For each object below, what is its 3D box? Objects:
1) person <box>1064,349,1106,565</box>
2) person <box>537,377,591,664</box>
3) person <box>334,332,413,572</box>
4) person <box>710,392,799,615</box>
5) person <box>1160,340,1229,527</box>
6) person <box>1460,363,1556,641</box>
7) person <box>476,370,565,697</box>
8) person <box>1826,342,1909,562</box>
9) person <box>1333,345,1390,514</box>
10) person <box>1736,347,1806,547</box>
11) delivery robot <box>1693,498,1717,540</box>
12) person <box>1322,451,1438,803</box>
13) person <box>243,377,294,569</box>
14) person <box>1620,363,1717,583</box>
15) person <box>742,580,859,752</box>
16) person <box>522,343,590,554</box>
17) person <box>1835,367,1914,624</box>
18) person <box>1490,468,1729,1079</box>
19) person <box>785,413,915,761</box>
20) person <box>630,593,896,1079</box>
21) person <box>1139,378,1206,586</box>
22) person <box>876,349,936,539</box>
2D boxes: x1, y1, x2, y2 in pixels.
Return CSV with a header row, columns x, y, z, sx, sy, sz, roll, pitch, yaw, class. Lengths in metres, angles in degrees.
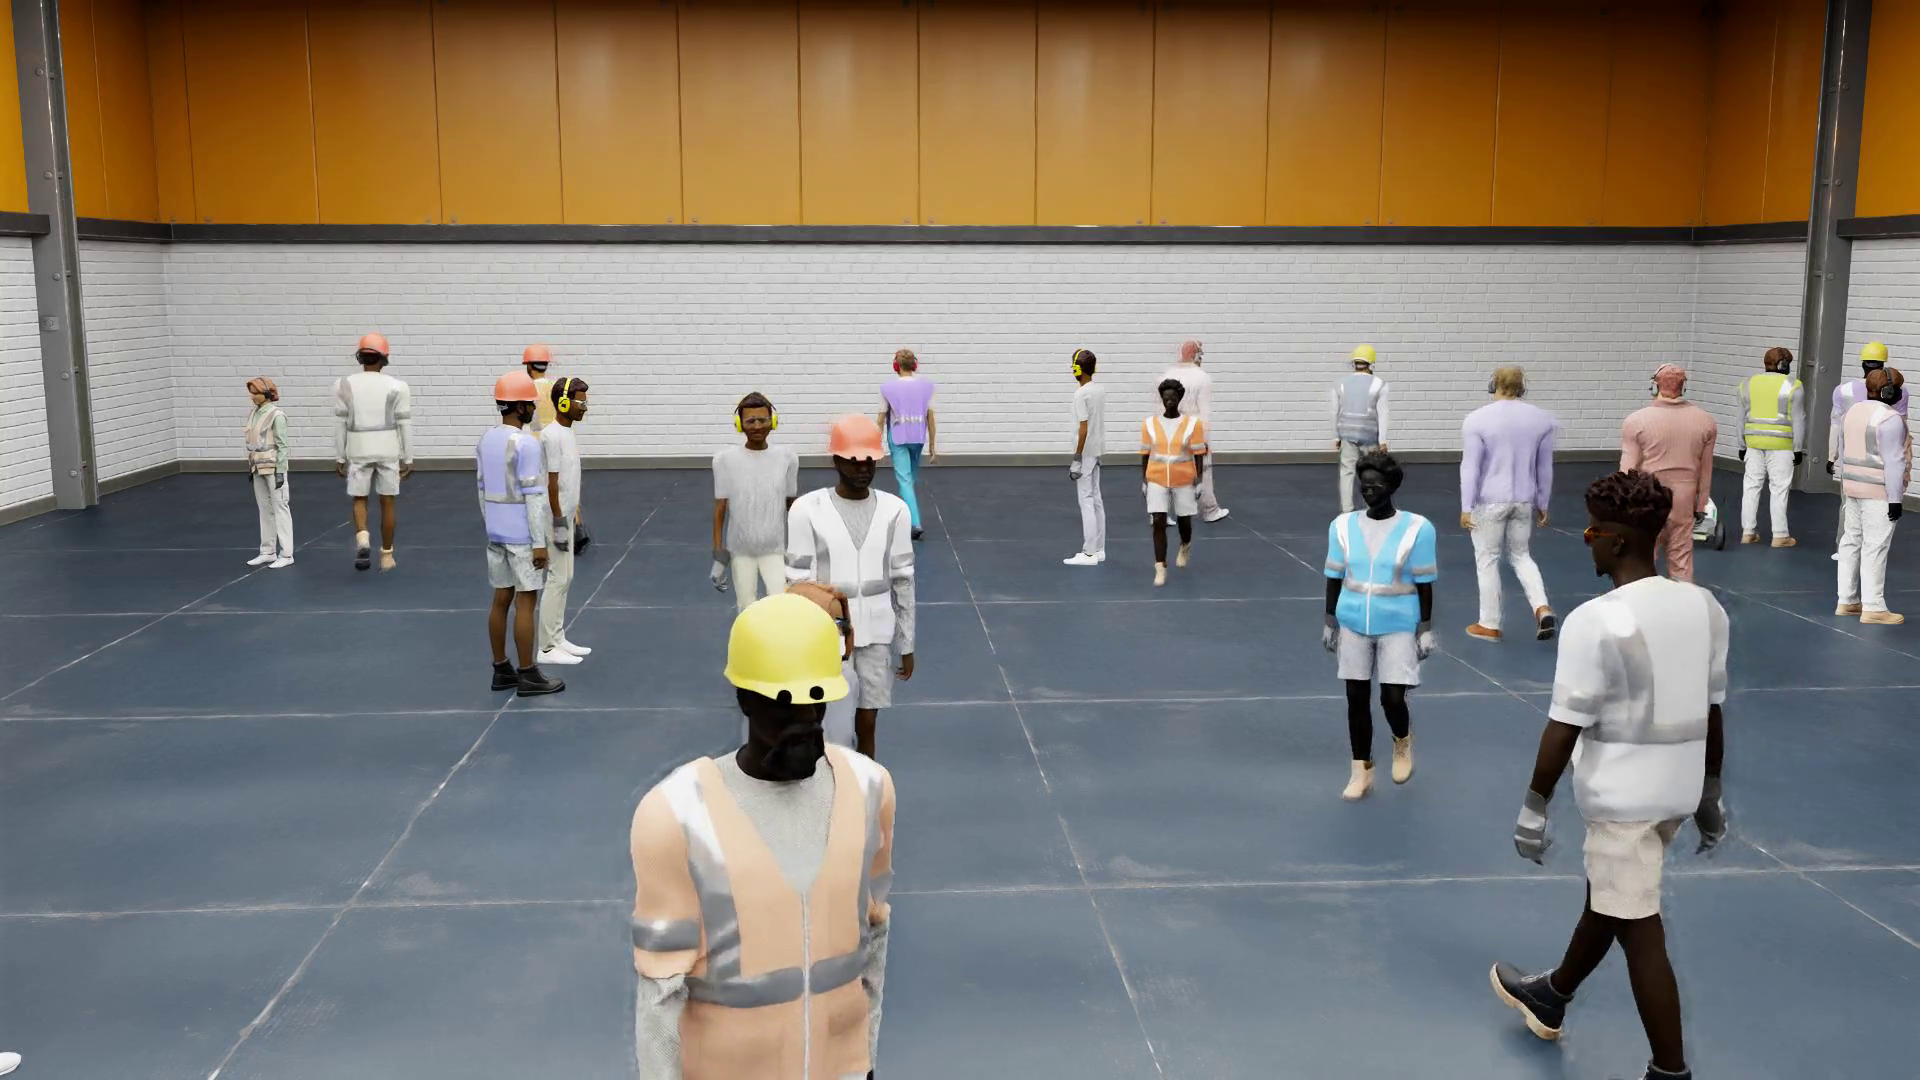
x,y,z,sx,sy,sz,roll,pitch,yaw,class
1.085,-0.709,14.372,0.325,1.863,0.516,5,10,27,person
-2.557,-0.125,10.753,0.371,1.853,0.503,0,9,-1,person
-4.880,-0.714,13.863,0.637,2.030,0.588,-2,9,-12,person
-1.154,0.094,9.365,0.522,1.851,0.390,-2,9,-11,person
2.293,-1.063,16.610,0.989,1.851,0.668,-8,12,-43,person
3.724,-0.232,11.246,0.647,1.911,0.582,-2,9,-13,person
-2.635,-0.040,9.931,0.547,1.937,0.379,8,12,41,person
7.842,-0.748,14.408,0.594,1.925,0.376,3,10,20,person
4.064,-1.049,16.687,0.626,1.796,0.847,6,11,34,person
7.505,-0.858,15.385,0.430,1.840,0.619,-7,11,-37,person
6.781,-0.263,15.351,0.477,0.478,0.707,3,9,20,delivery robot
1.983,0.409,7.905,0.544,1.680,0.404,6,11,33,person
-5.925,-0.578,14.251,0.511,1.638,0.307,7,11,36,person
4.765,-0.244,11.315,0.649,1.906,0.404,-1,9,-4,person
-0.497,0.902,5.003,0.688,1.611,0.506,7,11,36,person
-3.697,-0.810,14.923,0.934,1.900,0.560,7,12,38,person
6.614,-0.324,12.020,0.429,1.845,0.621,-1,9,-4,person
1.941,0.740,5.074,0.636,1.917,0.967,-5,11,-31,person
-0.457,0.416,7.106,0.577,1.924,0.399,-4,10,-21,person
-0.401,1.025,3.384,0.593,1.903,0.866,-5,11,-30,person
1.735,-0.488,13.570,0.538,1.678,0.650,2,9,14,person
-0.508,-0.927,15.930,0.580,1.807,0.945,-4,10,-24,person
